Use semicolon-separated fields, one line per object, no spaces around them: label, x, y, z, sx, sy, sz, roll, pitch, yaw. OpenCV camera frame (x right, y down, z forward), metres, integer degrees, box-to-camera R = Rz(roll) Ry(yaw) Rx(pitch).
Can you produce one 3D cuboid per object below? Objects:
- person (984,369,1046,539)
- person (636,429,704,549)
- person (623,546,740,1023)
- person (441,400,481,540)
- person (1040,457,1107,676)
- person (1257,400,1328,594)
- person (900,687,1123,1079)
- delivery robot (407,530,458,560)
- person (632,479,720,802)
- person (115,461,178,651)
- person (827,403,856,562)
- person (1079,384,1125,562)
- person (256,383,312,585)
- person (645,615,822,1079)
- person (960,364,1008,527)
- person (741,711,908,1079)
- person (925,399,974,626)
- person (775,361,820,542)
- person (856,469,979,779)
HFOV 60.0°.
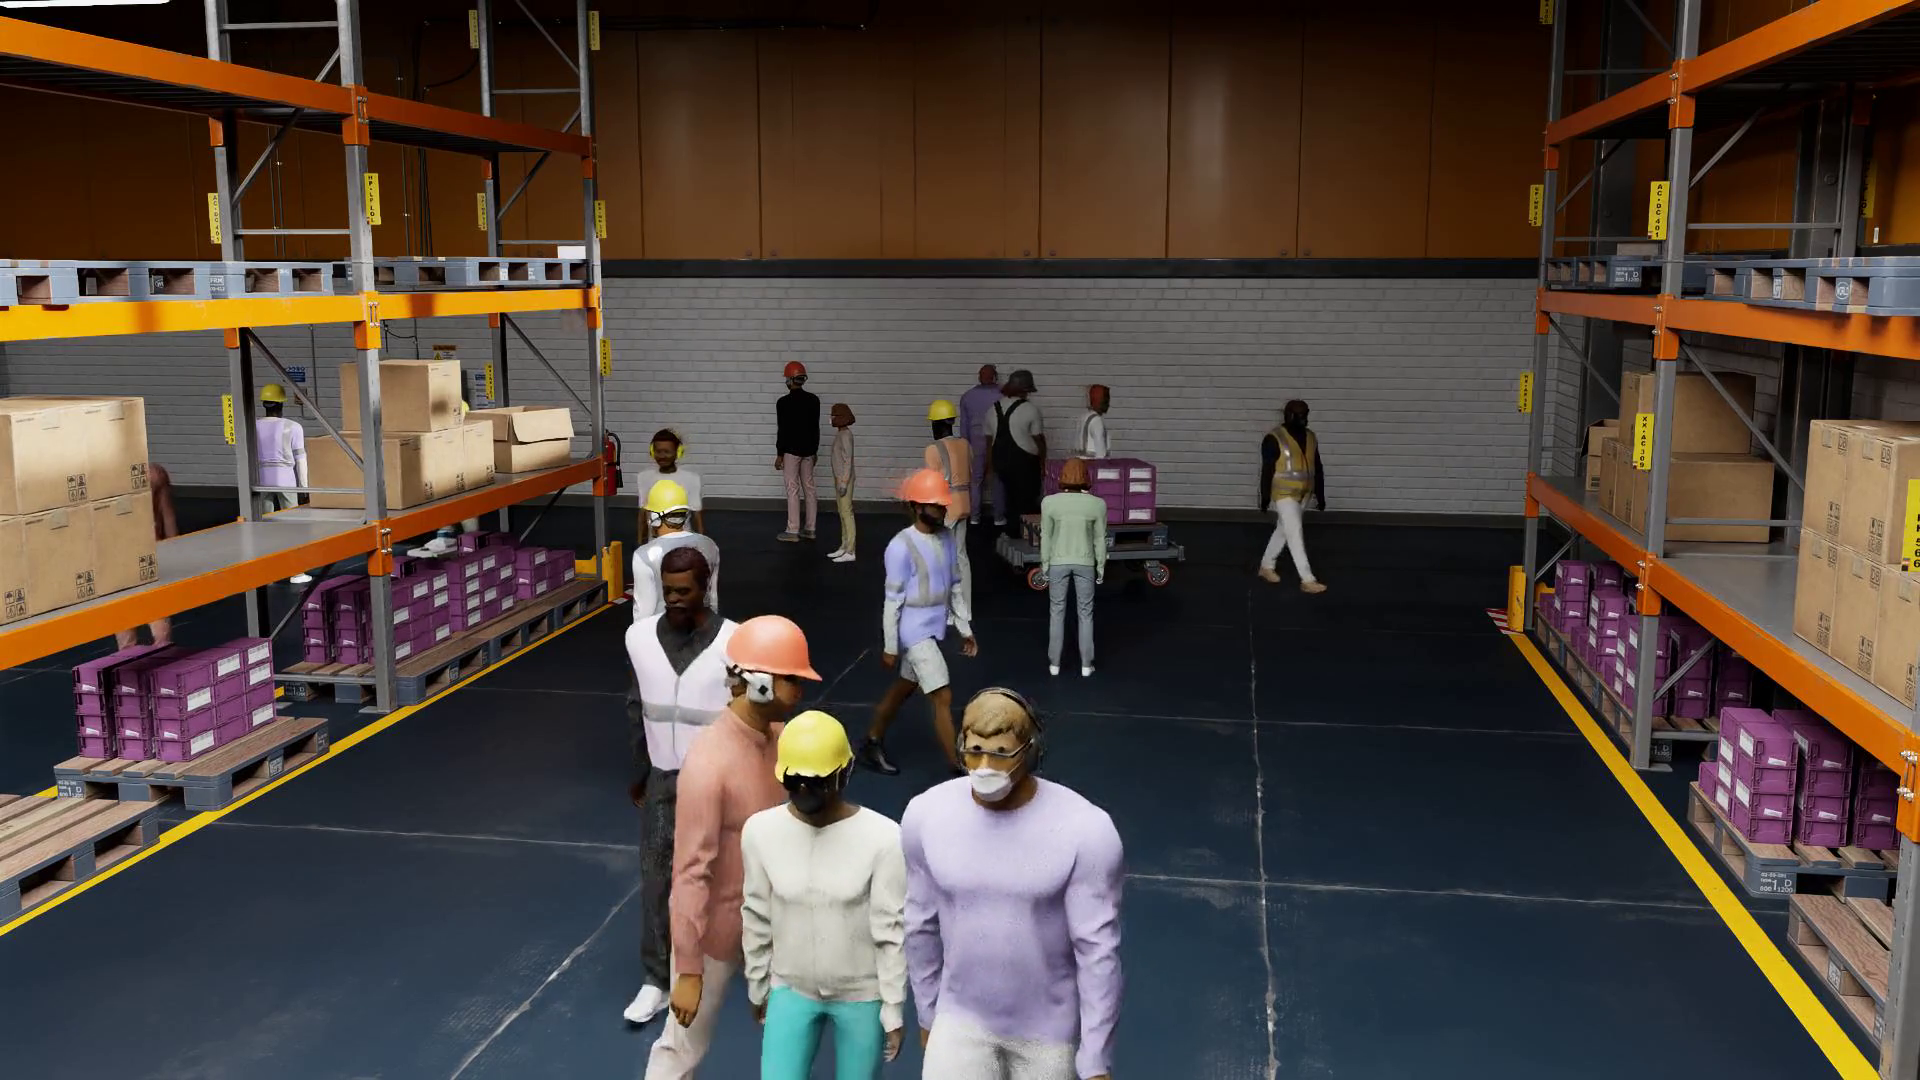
person;0.582;-0.843;17.448;0.692;2.000;0.860;8;12;42
person;-2.135;0.126;12.078;0.564;1.838;0.797;1;9;3
person;-1.112;0.976;6.672;0.628;1.888;0.818;2;9;13
person;-4.728;-0.432;15.690;0.593;1.795;0.804;-3;10;-19
person;0.839;0.199;12.303;0.494;1.624;0.287;1;9;4
person;3.146;-0.434;15.703;0.646;1.793;0.978;-6;11;-34
person;0.103;1.338;4.397;0.644;1.898;0.919;2;10;15
delivery robot;-4.839;0.154;15.580;0.477;0.478;0.707;4;10;21
person;-1.620;0.572;9.361;0.404;1.831;0.600;7;12;38
person;-6.063;0.108;12.131;0.689;1.877;0.507;-6;11;-33
person;-1.218;-0.593;17.158;0.280;1.633;0.500;-2;9;-12
person;1.288;-0.668;16.986;0.797;1.852;0.572;0;9;1
person;-6.496;-0.525;15.836;0.588;1.927;0.370;0;9;-3
person;-0.676;1.194;5.161;0.780;1.945;0.725;3;10;17
person;0.329;-1.105;19.478;0.652;1.906;0.402;3;10;18
person;-0.394;1.338;4.880;0.531;1.750;0.394;1;9;8
person;-0.116;-0.233;14.085;0.421;1.917;0.582;7;11;35
person;-1.807;-0.981;18.439;0.381;1.994;0.620;8;12;40
person;-0.229;0.514;9.615;1.043;1.881;0.545;5;10;28
